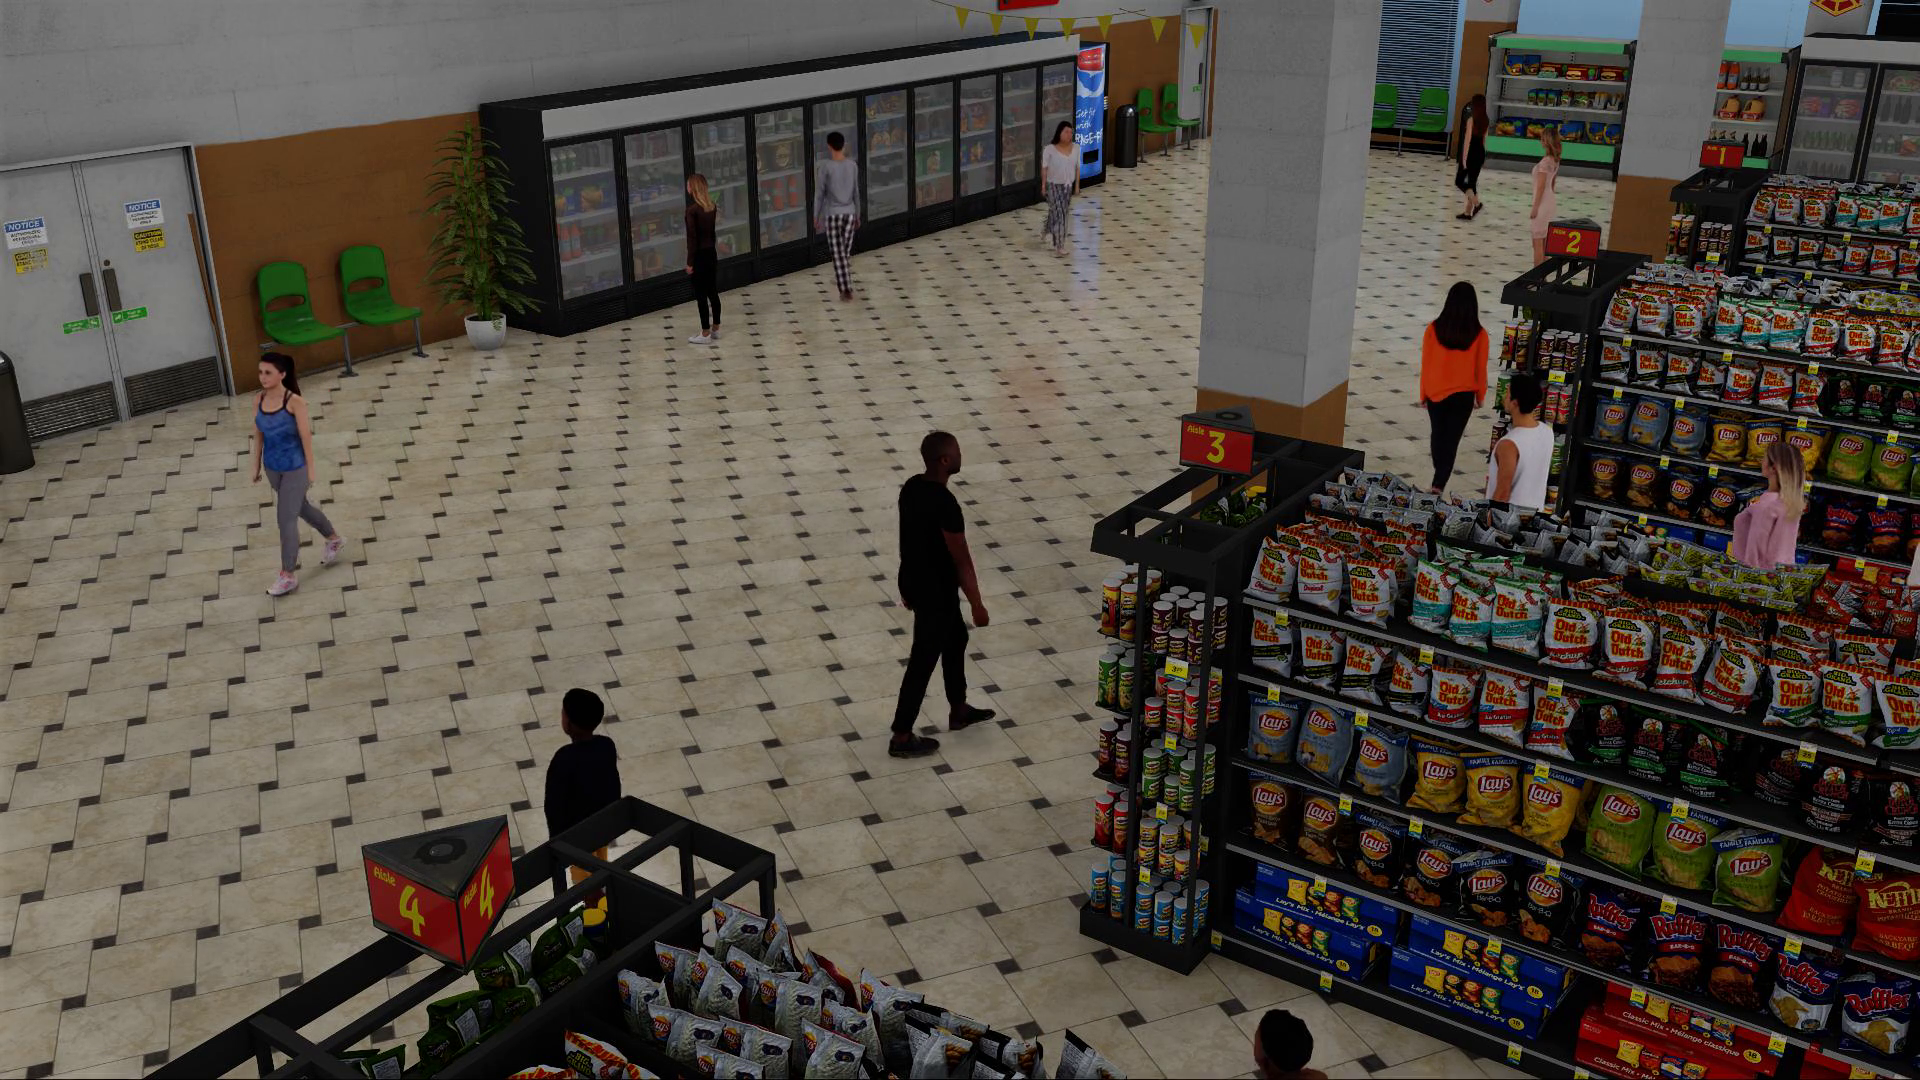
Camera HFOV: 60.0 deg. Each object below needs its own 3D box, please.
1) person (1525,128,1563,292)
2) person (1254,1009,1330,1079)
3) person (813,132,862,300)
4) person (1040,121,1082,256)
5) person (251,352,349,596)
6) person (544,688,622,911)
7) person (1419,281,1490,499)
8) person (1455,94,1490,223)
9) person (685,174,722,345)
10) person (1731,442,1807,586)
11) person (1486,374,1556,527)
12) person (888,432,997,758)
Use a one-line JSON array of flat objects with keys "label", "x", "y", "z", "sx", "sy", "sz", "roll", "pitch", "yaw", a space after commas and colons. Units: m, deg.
[{"label": "person", "x": 6.651, "y": -3.759, "z": 18.921, "sx": 0.535, "sy": 1.828, "sz": 0.588, "roll": 19, "pitch": 29, "yaw": 39}, {"label": "person", "x": 1.042, "y": 2.069, "z": 5.224, "sx": 0.826, "sy": 1.224, "sz": 0.963, "roll": -8, "pitch": 23, "yaw": -19}, {"label": "person", "x": -1.311, "y": -3.562, "z": 18.446, "sx": 0.933, "sy": 1.816, "sz": 1.106, "roll": -11, "pitch": 24, "yaw": -25}, {"label": "person", "x": 1.189, "y": -4.411, "z": 20.803, "sx": 1.010, "sy": 1.634, "sz": 1.180, "roll": -9, "pitch": 24, "yaw": -22}, {"label": "person", "x": -4.437, "y": -0.487, "z": 11.110, "sx": 1.032, "sy": 1.580, "sz": 0.734, "roll": 10, "pitch": 24, "yaw": 24}, {"label": "person", "x": -1.587, "y": 1.250, "z": 7.219, "sx": 0.805, "sy": 1.258, "sz": 0.547, "roll": 13, "pitch": 25, "yaw": 29}, {"label": "person", "x": 3.591, "y": -0.997, "z": 12.224, "sx": 1.079, "sy": 1.696, "sz": 0.803, "roll": 10, "pitch": 24, "yaw": 24}, {"label": "person", "x": 7.018, "y": -5.147, "z": 22.529, "sx": 0.763, "sy": 1.713, "sz": 0.903, "roll": -12, "pitch": 25, "yaw": -28}, {"label": "person", "x": -2.597, "y": -2.838, "z": 16.811, "sx": 0.542, "sy": 1.692, "sz": 0.633, "roll": 10, "pitch": 24, "yaw": 23}, {"label": "person", "x": 4.412, "y": 0.292, "z": 9.044, "sx": 0.769, "sy": 1.675, "sz": 0.939, "roll": -17, "pitch": 27, "yaw": -35}, {"label": "person", "x": 3.292, "y": -0.103, "z": 9.876, "sx": 0.697, "sy": 1.788, "sz": 0.671, "roll": -17, "pitch": 27, "yaw": -36}, {"label": "person", "x": -0.231, "y": 0.328, "z": 8.796, "sx": 1.026, "sy": 1.794, "sz": 1.008, "roll": -7, "pitch": 23, "yaw": -18}]
